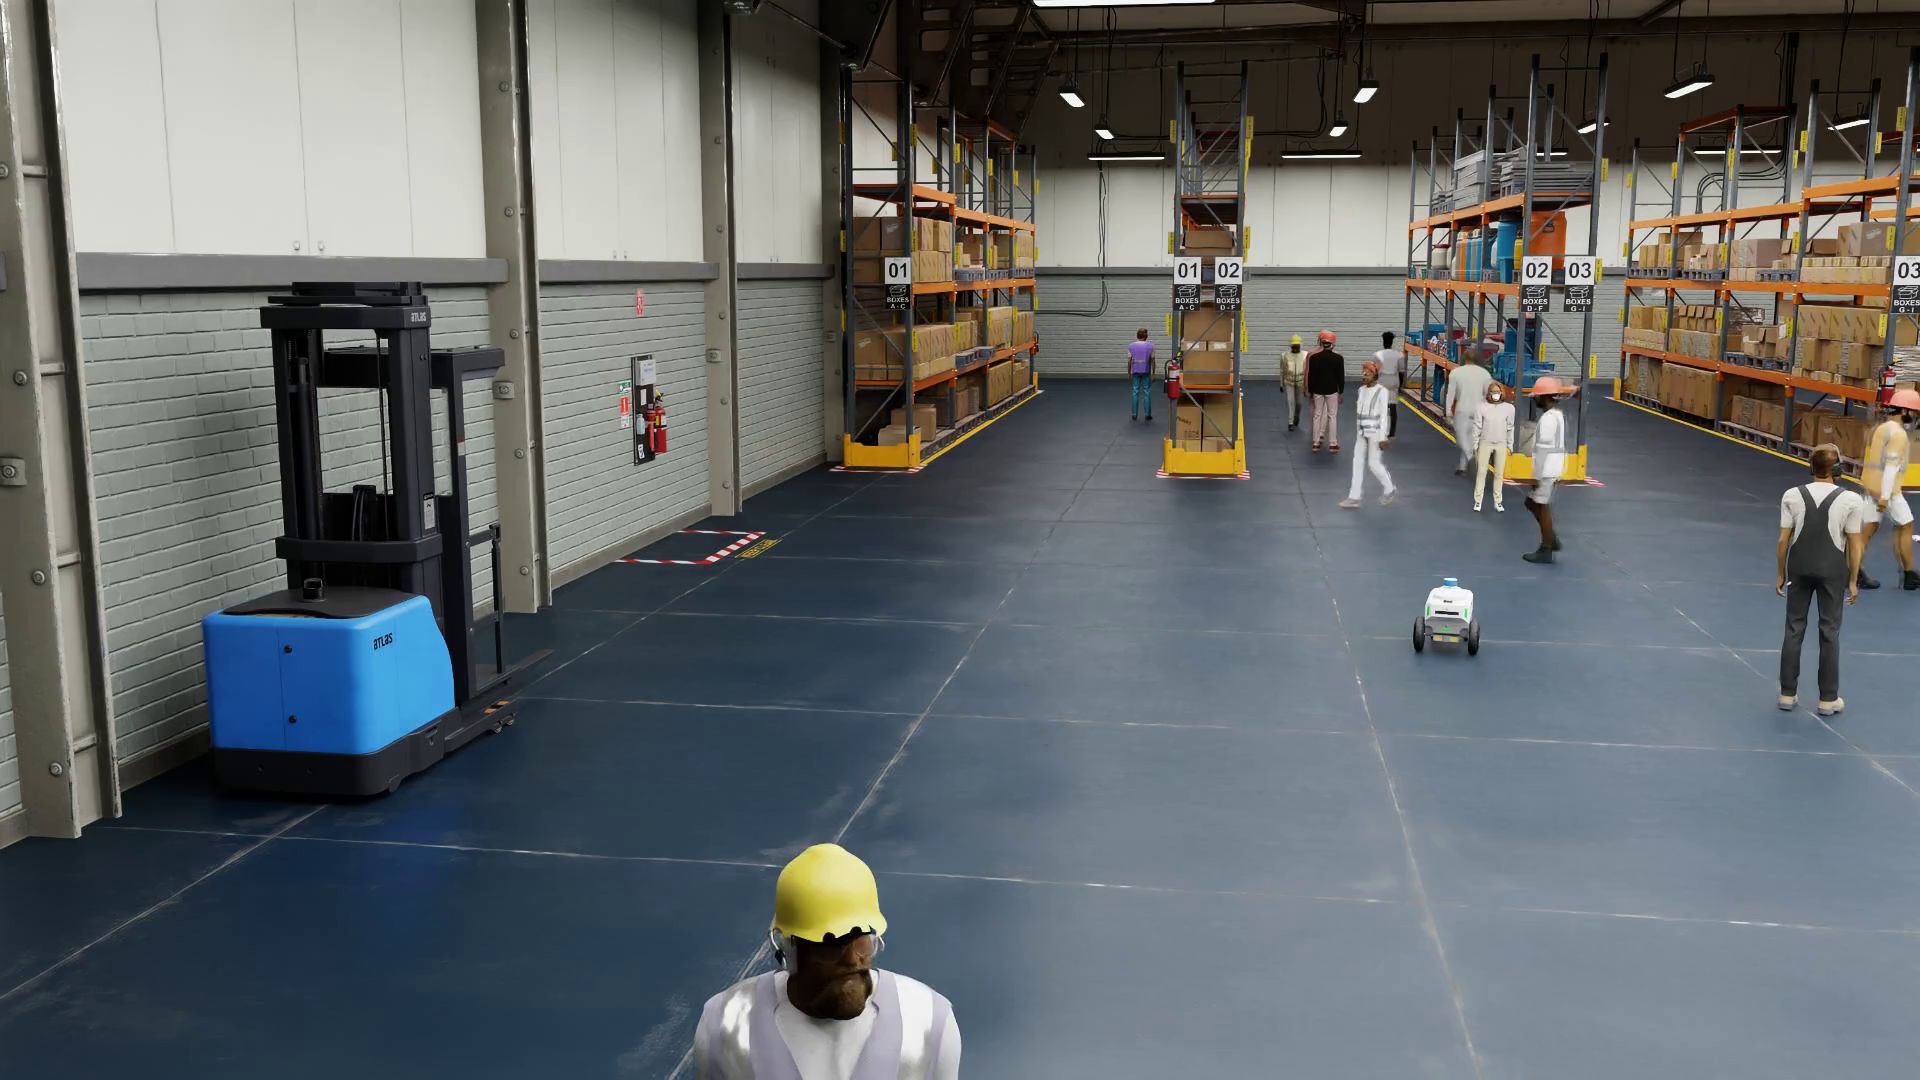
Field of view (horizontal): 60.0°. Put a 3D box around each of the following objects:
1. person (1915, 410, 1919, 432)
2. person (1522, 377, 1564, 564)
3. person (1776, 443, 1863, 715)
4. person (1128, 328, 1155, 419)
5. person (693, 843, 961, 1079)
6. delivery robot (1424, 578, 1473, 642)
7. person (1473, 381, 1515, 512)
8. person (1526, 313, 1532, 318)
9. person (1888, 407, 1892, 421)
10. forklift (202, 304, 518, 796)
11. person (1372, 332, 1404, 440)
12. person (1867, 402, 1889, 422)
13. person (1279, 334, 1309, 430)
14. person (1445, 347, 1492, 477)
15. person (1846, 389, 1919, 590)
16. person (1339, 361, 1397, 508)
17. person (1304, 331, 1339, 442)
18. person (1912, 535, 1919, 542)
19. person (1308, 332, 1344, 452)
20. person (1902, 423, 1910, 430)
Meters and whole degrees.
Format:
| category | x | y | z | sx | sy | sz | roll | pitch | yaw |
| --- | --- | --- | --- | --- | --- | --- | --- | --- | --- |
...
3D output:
| category | x | y | z | sx | sy | sz | roll | pitch | yaw |
| --- | --- | --- | --- | --- | --- | --- | --- | --- | --- |
| person | 16.997 | -2.724 | 29.222 | 0.624 | 2.013 | 0.444 | 0 | 9 | 1 |
| person | 6.019 | -0.717 | 17.177 | 0.400 | 1.923 | 0.541 | 4 | 10 | 25 |
| person | 5.863 | 0.258 | 11.378 | 0.509 | 1.842 | 0.329 | 7 | 12 | 38 |
| person | 3.682 | -3.375 | 33.795 | 0.565 | 1.838 | 0.384 | 2 | 9 | 13 |
| person | -0.282 | 1.532 | 3.541 | 0.595 | 1.837 | 0.404 | -1 | 9 | -6 |
| delivery robot | 3.939 | 0.550 | 13.387 | 0.477 | 0.478 | 0.707 | 3 | 10 | 19 |
| person | 6.682 | -1.172 | 20.847 | 0.507 | 1.631 | 0.266 | 1 | 9 | 8 |
| person | 13.691 | -4.491 | 40.234 | 0.615 | 1.987 | 0.406 | -5 | 11 | -29 |
| person | 16.269 | -2.645 | 29.026 | 0.382 | 1.924 | 0.594 | 4 | 10 | 23 |
| forklift | -3.673 | -0.038 | 10.147 | 1.129 | 2.768 | 1.873 | 1 | 9 | 9 |
| person | 7.671 | -2.781 | 29.922 | 0.618 | 1.906 | 1.015 | 0 | 9 | -2 |
| person | 17.624 | -3.025 | 31.776 | 0.656 | 1.794 | 0.930 | 3 | 10 | 15 |
| person | 6.375 | -3.013 | 31.663 | 0.602 | 1.808 | 0.733 | 1 | 9 | 9 |
| person | 7.415 | -1.841 | 24.155 | 0.649 | 1.906 | 0.816 | -1 | 9 | -4 |
| person | 8.878 | -0.469 | 15.713 | 0.873 | 1.896 | 0.546 | 1 | 9 | 6 |
| person | 5.260 | -1.347 | 21.220 | 0.766 | 1.866 | 0.595 | -4 | 10 | -23 |
| person | 6.436 | -2.738 | 29.551 | 0.606 | 1.930 | 1.061 | 3 | 10 | 17 |
| person | 11.070 | -0.827 | 18.167 | 0.963 | 1.834 | 0.501 | 7 | 11 | 36 |
| person | 6.114 | -2.474 | 27.765 | 0.612 | 1.994 | 0.395 | 5 | 11 | 30 |
| person | 16.313 | -2.555 | 28.821 | 0.641 | 1.820 | 0.547 | 1 | 9 | 6 |
